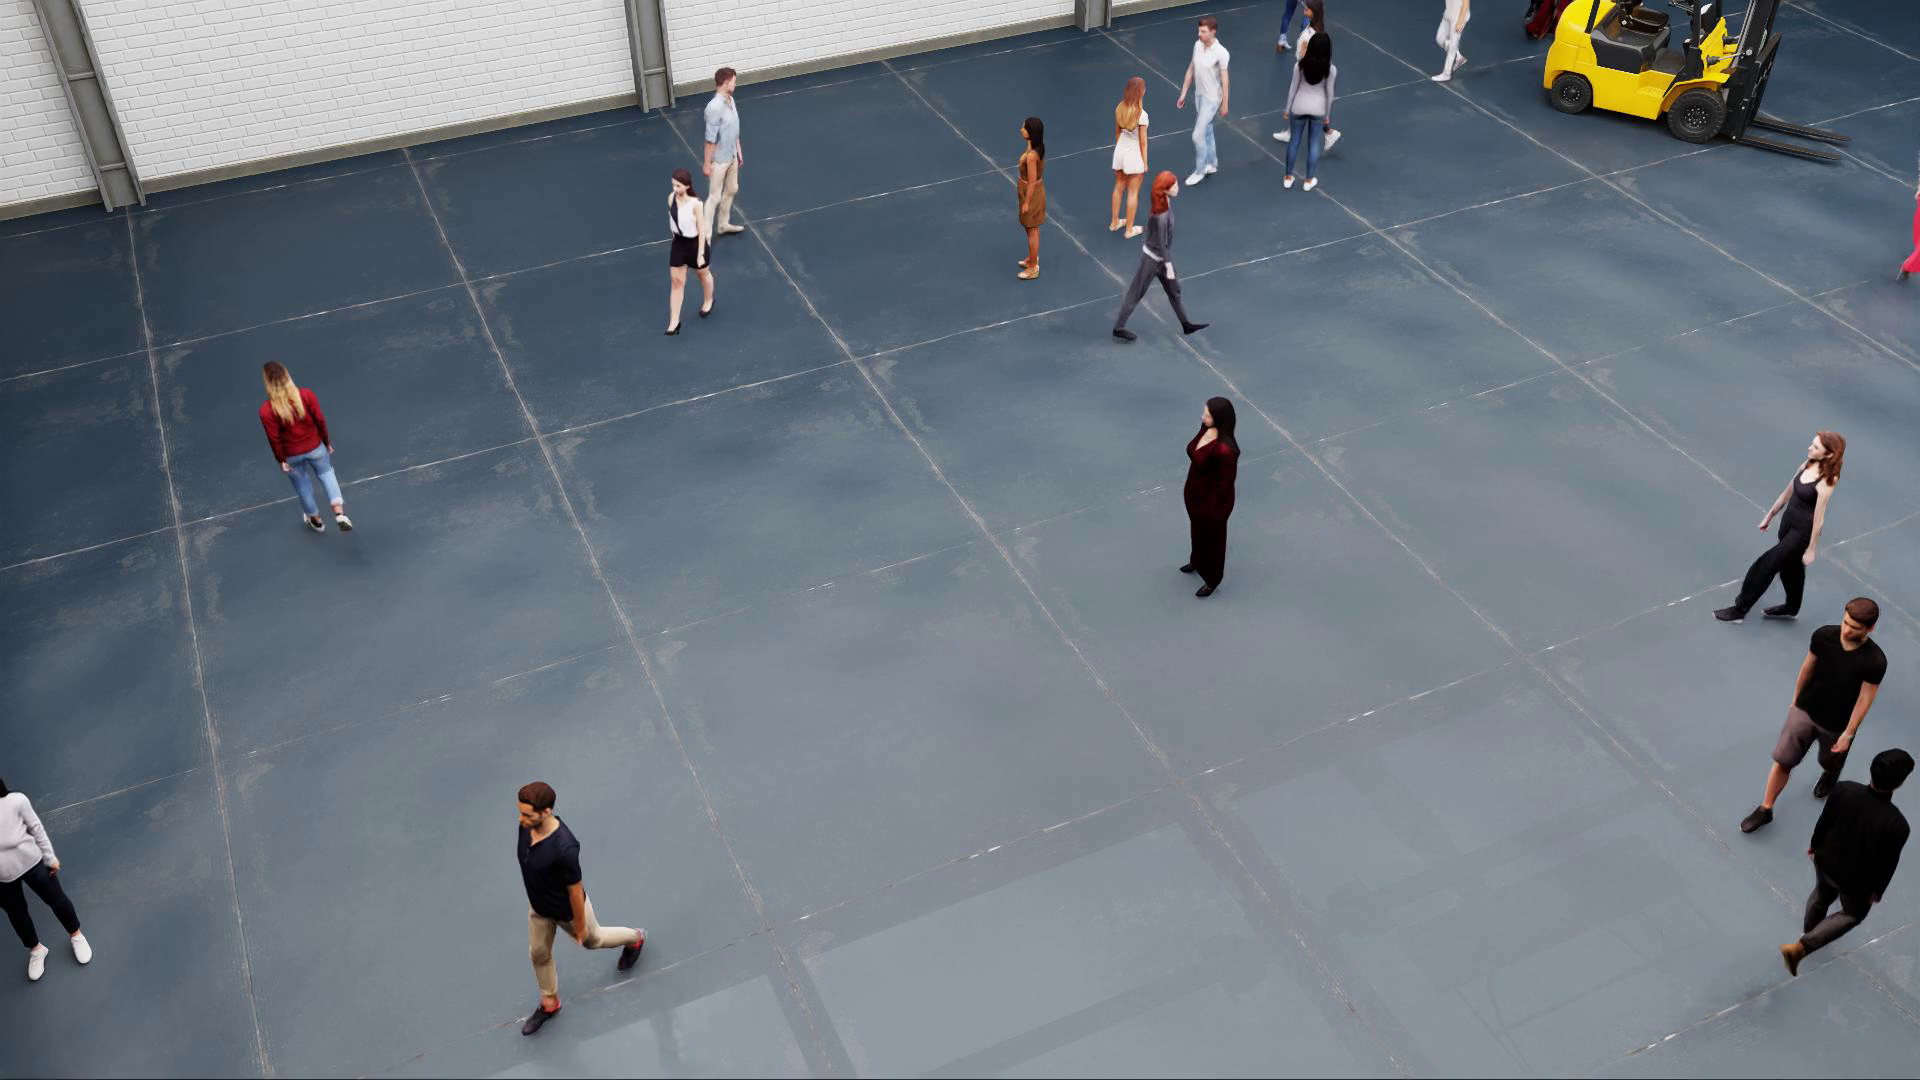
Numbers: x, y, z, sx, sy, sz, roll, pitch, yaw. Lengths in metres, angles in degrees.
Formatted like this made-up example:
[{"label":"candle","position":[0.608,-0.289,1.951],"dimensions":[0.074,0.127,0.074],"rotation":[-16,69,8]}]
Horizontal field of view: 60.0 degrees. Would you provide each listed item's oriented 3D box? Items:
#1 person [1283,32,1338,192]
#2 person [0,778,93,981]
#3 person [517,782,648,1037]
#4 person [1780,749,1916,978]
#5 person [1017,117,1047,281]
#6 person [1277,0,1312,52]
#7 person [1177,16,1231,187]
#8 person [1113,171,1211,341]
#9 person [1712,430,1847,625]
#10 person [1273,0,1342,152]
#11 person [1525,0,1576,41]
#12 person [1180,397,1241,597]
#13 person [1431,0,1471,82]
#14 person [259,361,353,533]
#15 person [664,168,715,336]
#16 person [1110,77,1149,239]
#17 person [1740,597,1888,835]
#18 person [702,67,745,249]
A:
[{"label":"person","position":[3.766,-4.611,17.932],"dimensions":[0.675,1.732,0.776],"rotation":[8,39,10]},{"label":"person","position":[-5.557,1.914,9.788],"dimensions":[0.474,1.700,0.675],"rotation":[-17,42,-20]},{"label":"person","position":[-2.221,2.026,9.549],"dimensions":[0.988,1.822,1.242],"rotation":[26,46,29]},{"label":"person","position":[5.179,1.923,9.767],"dimensions":[0.820,1.712,0.635],"rotation":[-15,41,-18]},{"label":"person","position":[0.706,-3.385,16.430],"dimensions":[0.649,1.690,0.636],"rotation":[2,39,3]},{"label":"person","position":[4.188,-6.938,20.946],"dimensions":[0.643,1.608,0.605],"rotation":[-17,42,-20]},{"label":"person","position":[2.774,-4.818,18.113],"dimensions":[0.768,1.830,0.659],"rotation":[-21,43,-24]},{"label":"person","position":[1.717,-2.577,15.392],"dimensions":[1.205,1.723,1.010],"rotation":[5,39,6]},{"label":"person","position":[6.269,-0.062,12.245],"dimensions":[1.045,1.720,0.880],"rotation":[1,39,1]},{"label":"person","position":[3.977,-5.190,18.638],"dimensions":[1.072,1.755,1.016],"rotation":[15,41,18]},{"label":"person","position":[7.609,-7.127,21.209],"dimensions":[1.126,1.574,0.992],"rotation":[5,39,7]},{"label":"person","position":[1.904,-0.355,12.587],"dimensions":[0.651,1.752,0.699],"rotation":[-10,40,-12]},{"label":"person","position":[6.109,-6.396,20.223],"dimensions":[0.733,1.662,0.673],"rotation":[-9,39,-11]},{"label":"person","position":[-5.150,-0.680,13.097],"dimensions":[0.813,1.622,0.773],"rotation":[-26,46,-29]},{"label":"person","position":[-2.496,-2.781,15.735],"dimensions":[0.983,1.614,1.078],"rotation":[16,41,19]},{"label":"person","position":[1.740,-3.940,17.123],"dimensions":[0.617,1.694,0.622],"rotation":[-28,46,-30]},{"label":"person","position":[5.647,1.093,10.709],"dimensions":[1.250,1.833,0.874],"rotation":[-29,47,-31]},{"label":"person","position":[-2.490,-3.896,16.966],"dimensions":[0.965,1.820,0.898],"rotation":[21,43,24]}]
